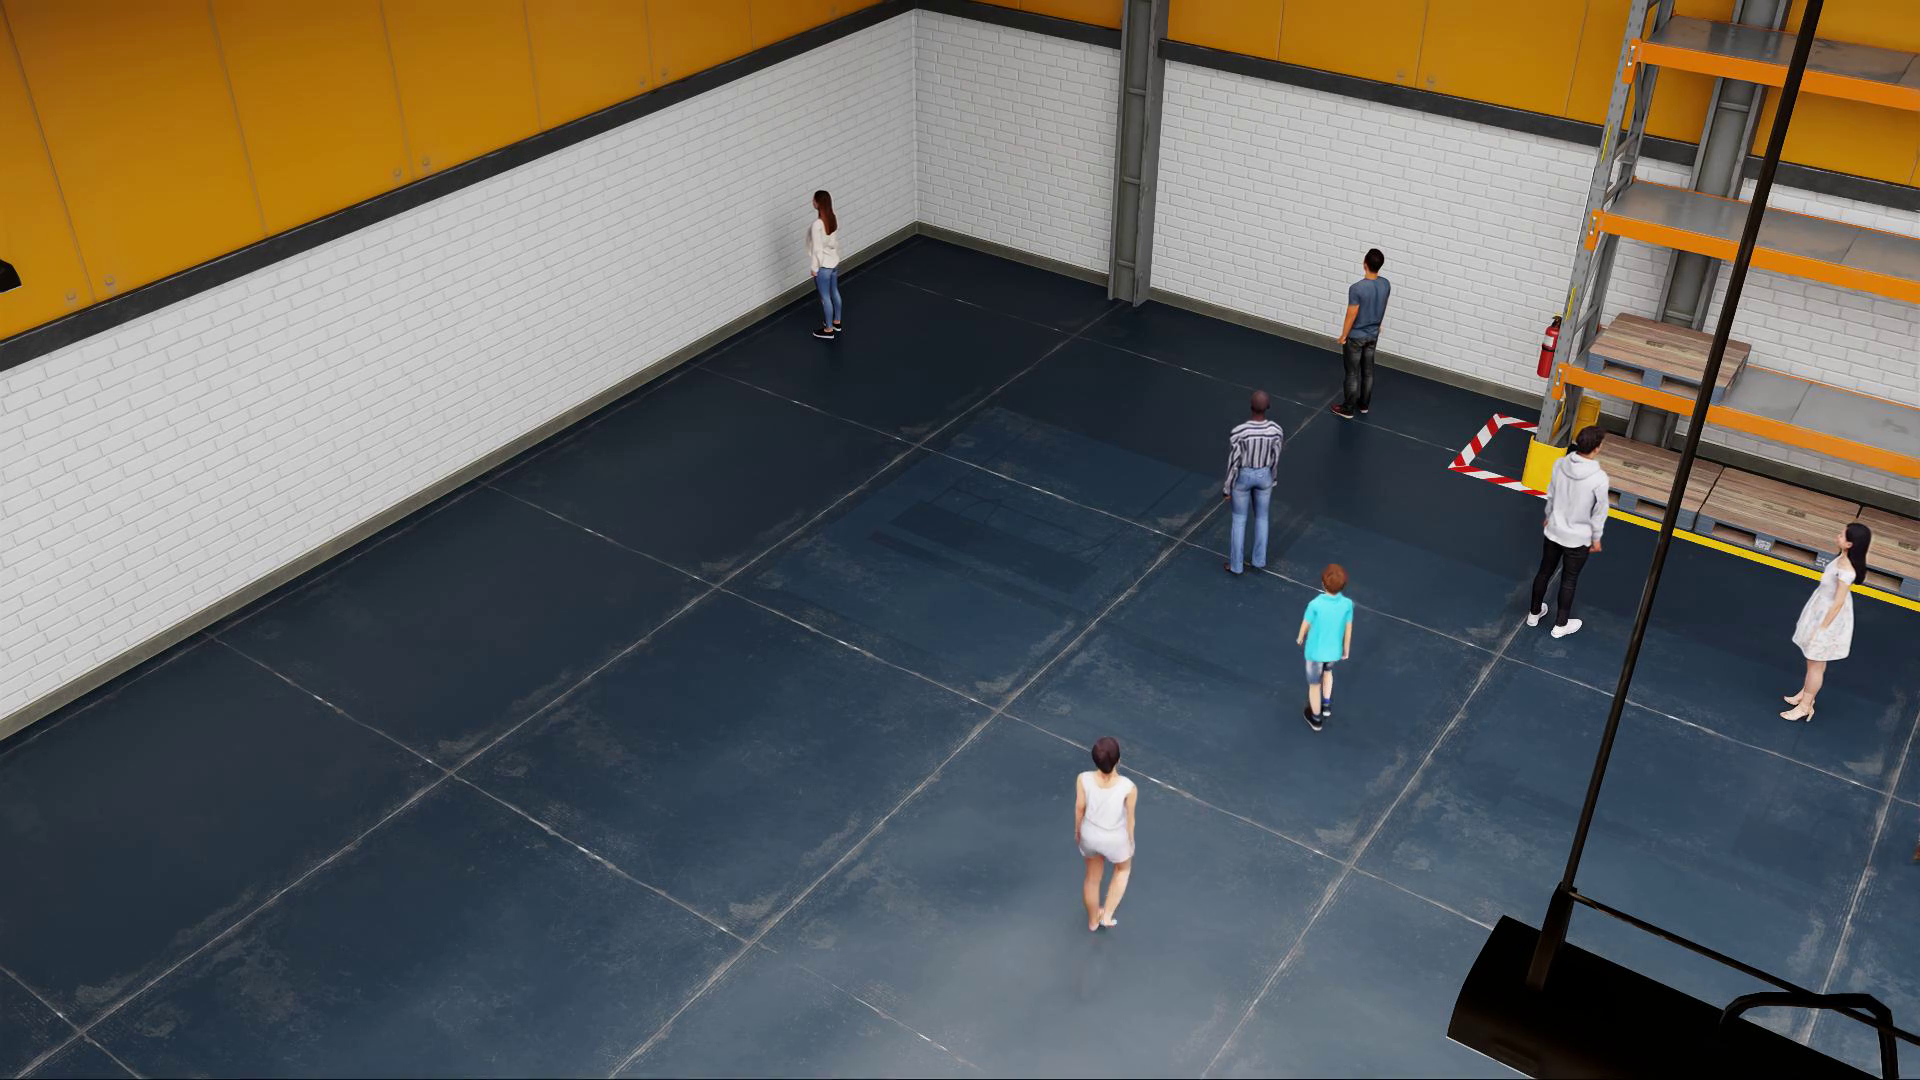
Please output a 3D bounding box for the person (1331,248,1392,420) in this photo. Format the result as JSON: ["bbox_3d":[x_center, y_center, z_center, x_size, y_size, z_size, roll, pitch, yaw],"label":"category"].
[{"bbox_3d":[4.068,-2.087,16.782,0.726,1.810,0.707,-16,37,-23],"label":"person"}]

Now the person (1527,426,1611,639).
[{"bbox_3d":[5.002,-0.080,13.655,0.791,1.930,0.611,-27,42,-34],"label":"person"}]

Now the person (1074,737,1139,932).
[{"bbox_3d":[0.927,1.985,10.844,0.575,1.603,0.693,11,35,17],"label":"person"}]

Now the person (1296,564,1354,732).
[{"bbox_3d":[2.803,0.857,12.690,0.647,1.437,0.706,-7,34,-10],"label":"person"}]

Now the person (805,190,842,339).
[{"bbox_3d":[-1.485,-3.048,18.335,0.595,1.692,0.659,15,36,21],"label":"person"}]

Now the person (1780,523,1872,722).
[{"bbox_3d":[6.627,0.628,12.730,0.630,1.774,0.648,19,38,26],"label":"person"}]

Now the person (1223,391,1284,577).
[{"bbox_3d":[2.521,-0.480,14.379,0.709,1.794,0.763,-6,34,-10],"label":"person"}]
